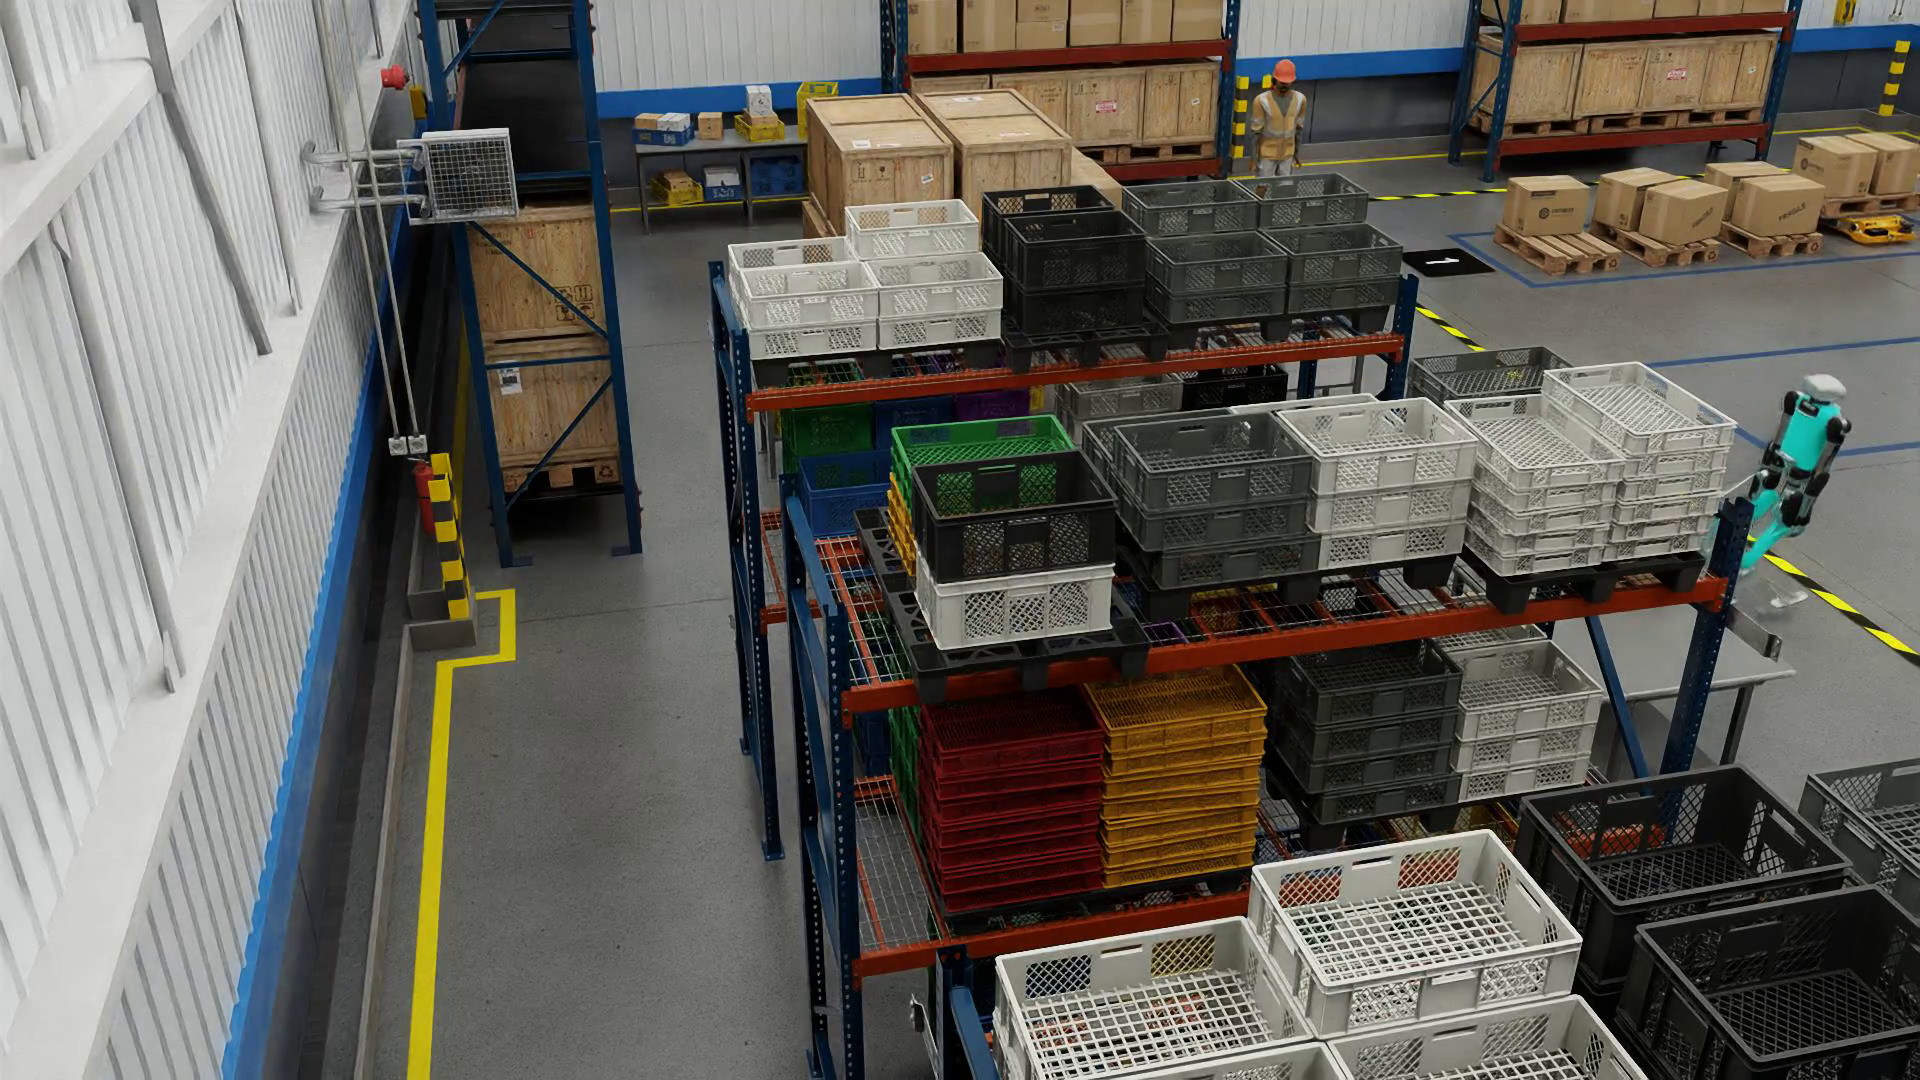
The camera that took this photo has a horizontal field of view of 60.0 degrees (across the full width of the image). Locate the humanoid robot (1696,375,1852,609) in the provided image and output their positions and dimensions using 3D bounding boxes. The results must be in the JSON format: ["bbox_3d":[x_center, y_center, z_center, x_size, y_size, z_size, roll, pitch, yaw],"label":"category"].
[{"bbox_3d":[5.272,-0.240,10.912,0.953,1.735,0.549,-6,28,-12],"label":"humanoid robot"}]

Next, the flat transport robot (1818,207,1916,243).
[{"bbox_3d":[10.190,-3.727,19.088,0.652,0.197,1.431,-6,28,-12],"label":"flat transport robot"}]

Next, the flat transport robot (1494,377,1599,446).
[{"bbox_3d":[4.780,-1.036,14.013,0.659,0.231,1.431,-6,28,-12],"label":"flat transport robot"}]

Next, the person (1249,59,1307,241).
[{"bbox_3d":[3.454,-4.202,18.121,0.611,2.039,0.390,-6,28,-11],"label":"person"}]
